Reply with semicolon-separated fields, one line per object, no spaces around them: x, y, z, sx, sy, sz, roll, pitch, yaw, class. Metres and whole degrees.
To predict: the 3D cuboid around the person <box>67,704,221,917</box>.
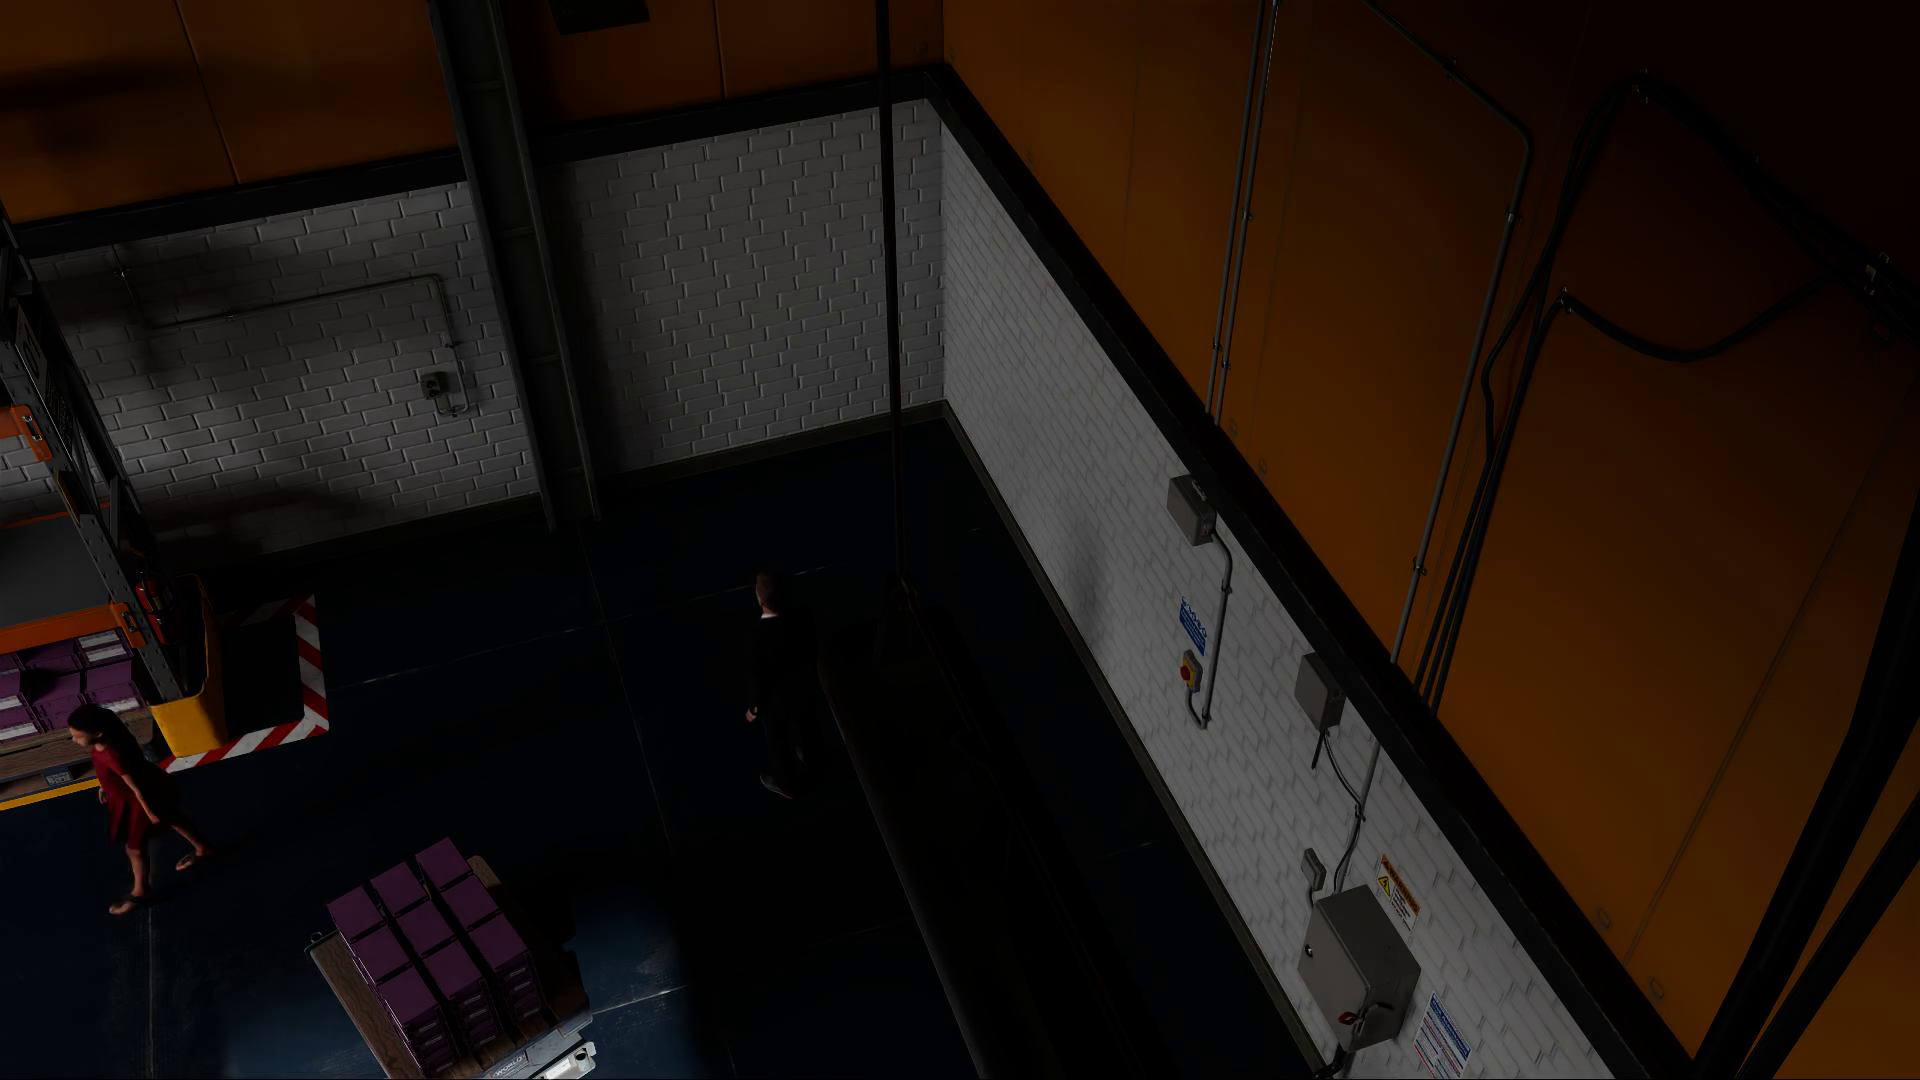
-4.642;1.421;9.549;0.953;1.526;0.709;-25;49;-24;person

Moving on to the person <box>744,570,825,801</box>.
-1.049;0.864;9.925;0.667;1.815;0.824;-30;51;-28;person
